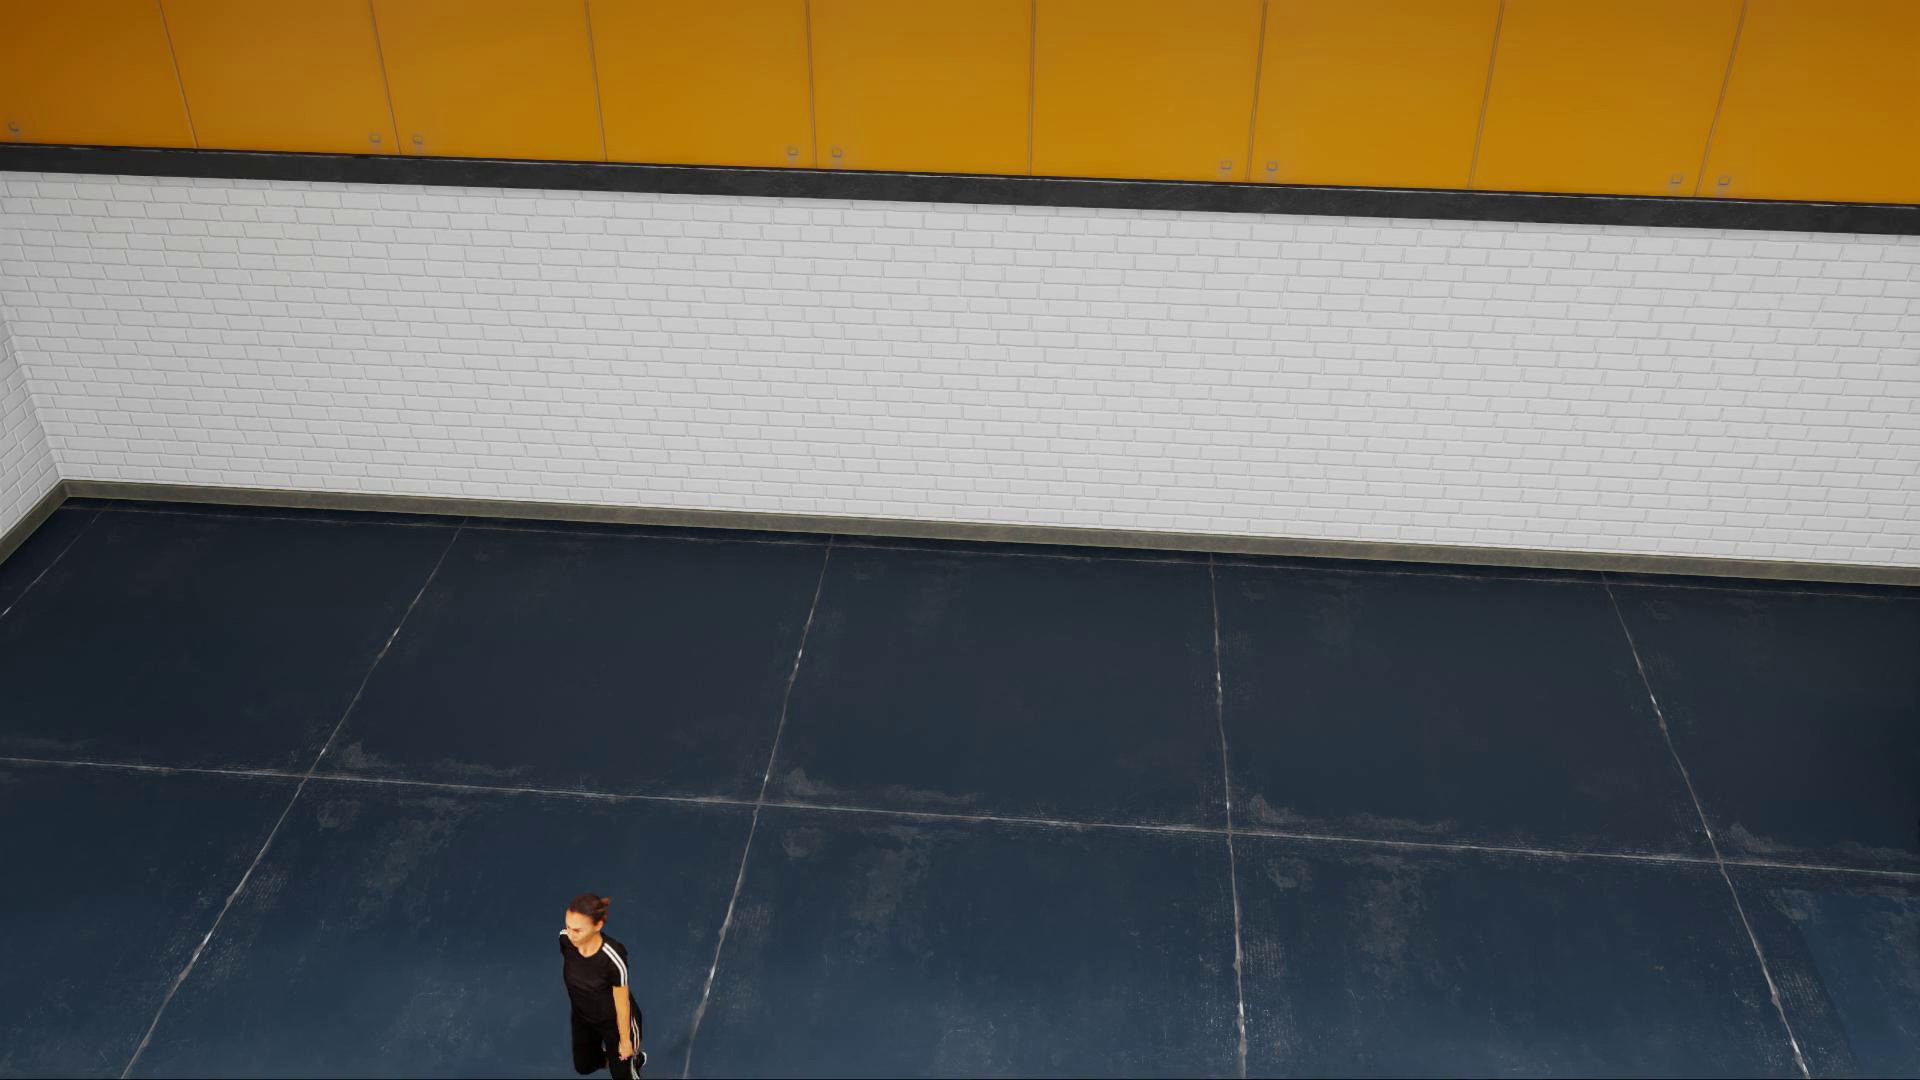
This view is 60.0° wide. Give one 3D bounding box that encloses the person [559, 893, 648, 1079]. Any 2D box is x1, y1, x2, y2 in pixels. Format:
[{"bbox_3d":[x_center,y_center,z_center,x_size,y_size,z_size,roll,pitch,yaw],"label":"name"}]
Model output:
[{"bbox_3d":[-1.704,2.313,8.251,0.723,1.658,0.797,18,38,25],"label":"person"}]
